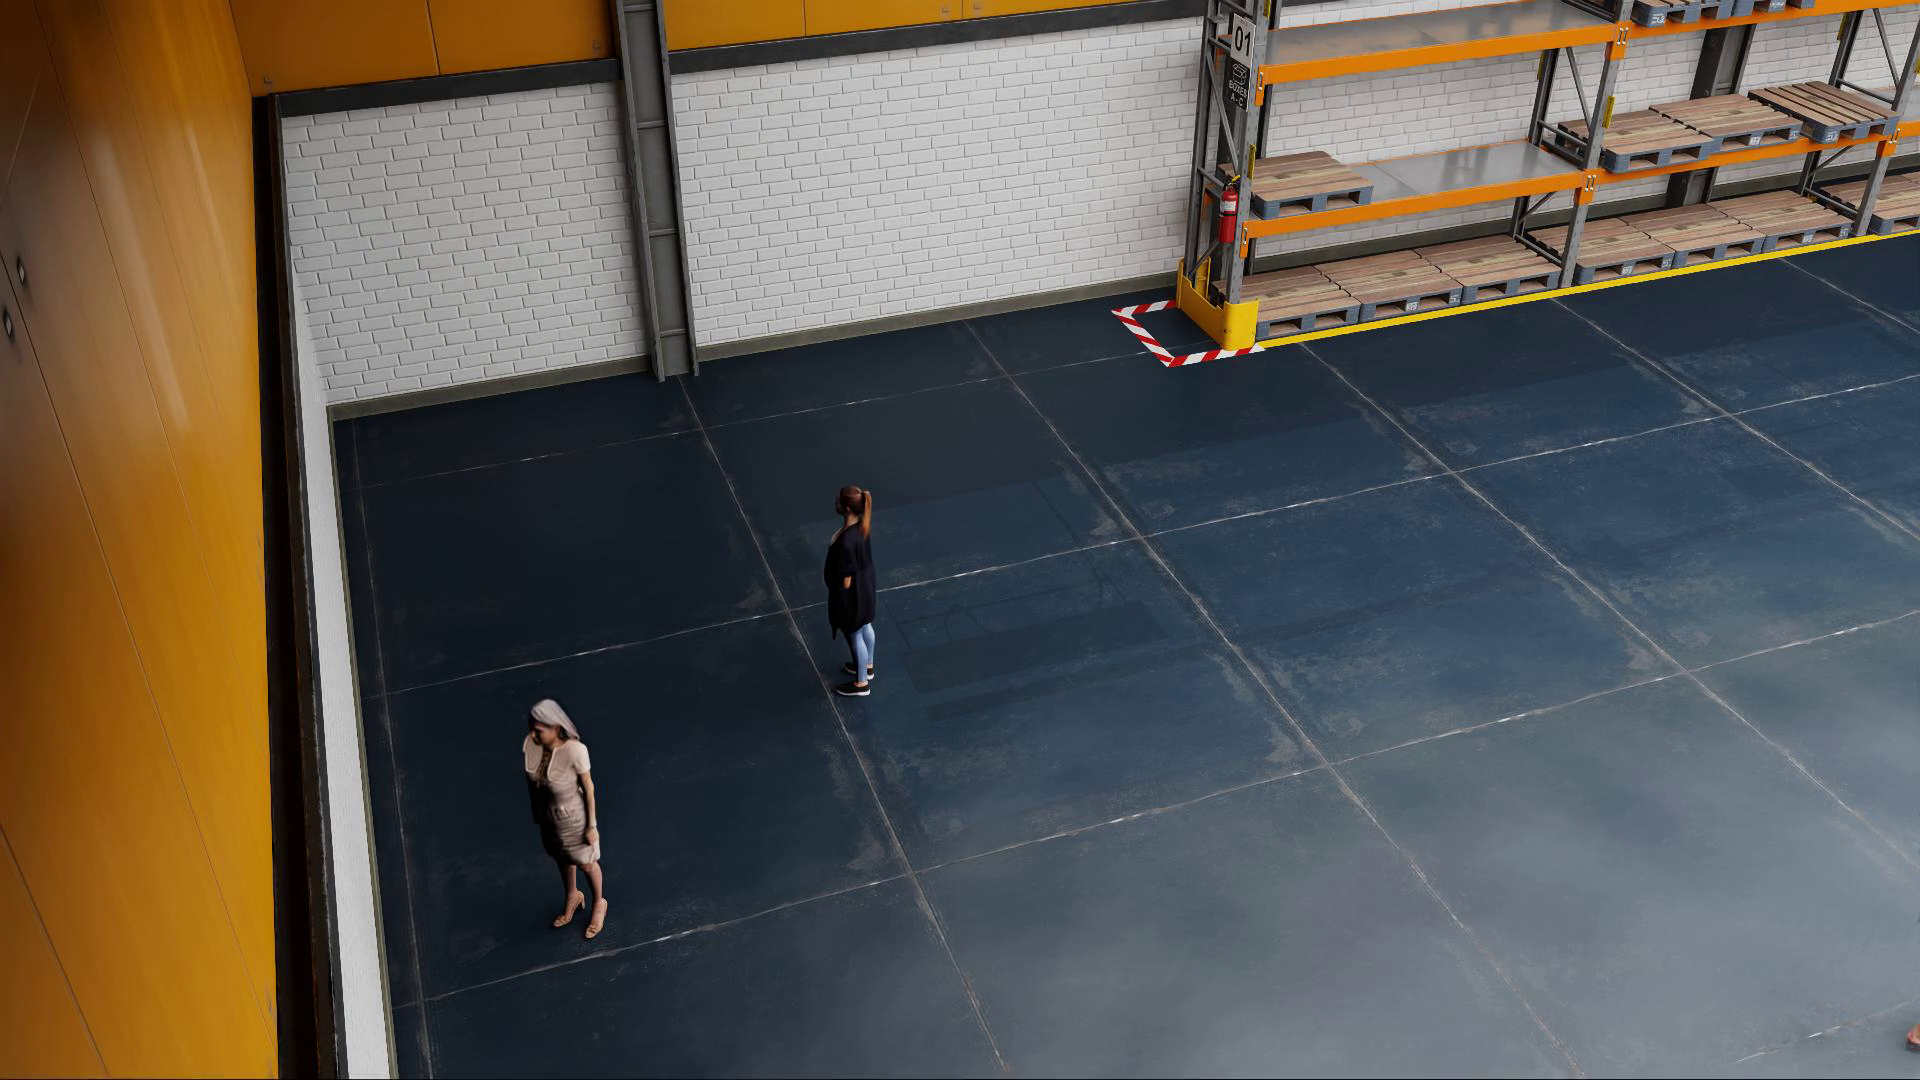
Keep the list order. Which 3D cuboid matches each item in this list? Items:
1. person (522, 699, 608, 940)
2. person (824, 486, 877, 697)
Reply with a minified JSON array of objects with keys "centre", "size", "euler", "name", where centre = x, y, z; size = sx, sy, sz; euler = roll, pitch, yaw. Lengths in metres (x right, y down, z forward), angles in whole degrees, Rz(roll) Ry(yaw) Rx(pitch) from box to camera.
[{"centre":[-2.286,1.615,9.655],"size":[0.687,1.735,0.747],"euler":[15,36,21],"name":"person"},{"centre":[-0.733,0.347,11.608],"size":[0.739,1.684,0.721],"euler":[7,34,11],"name":"person"}]
